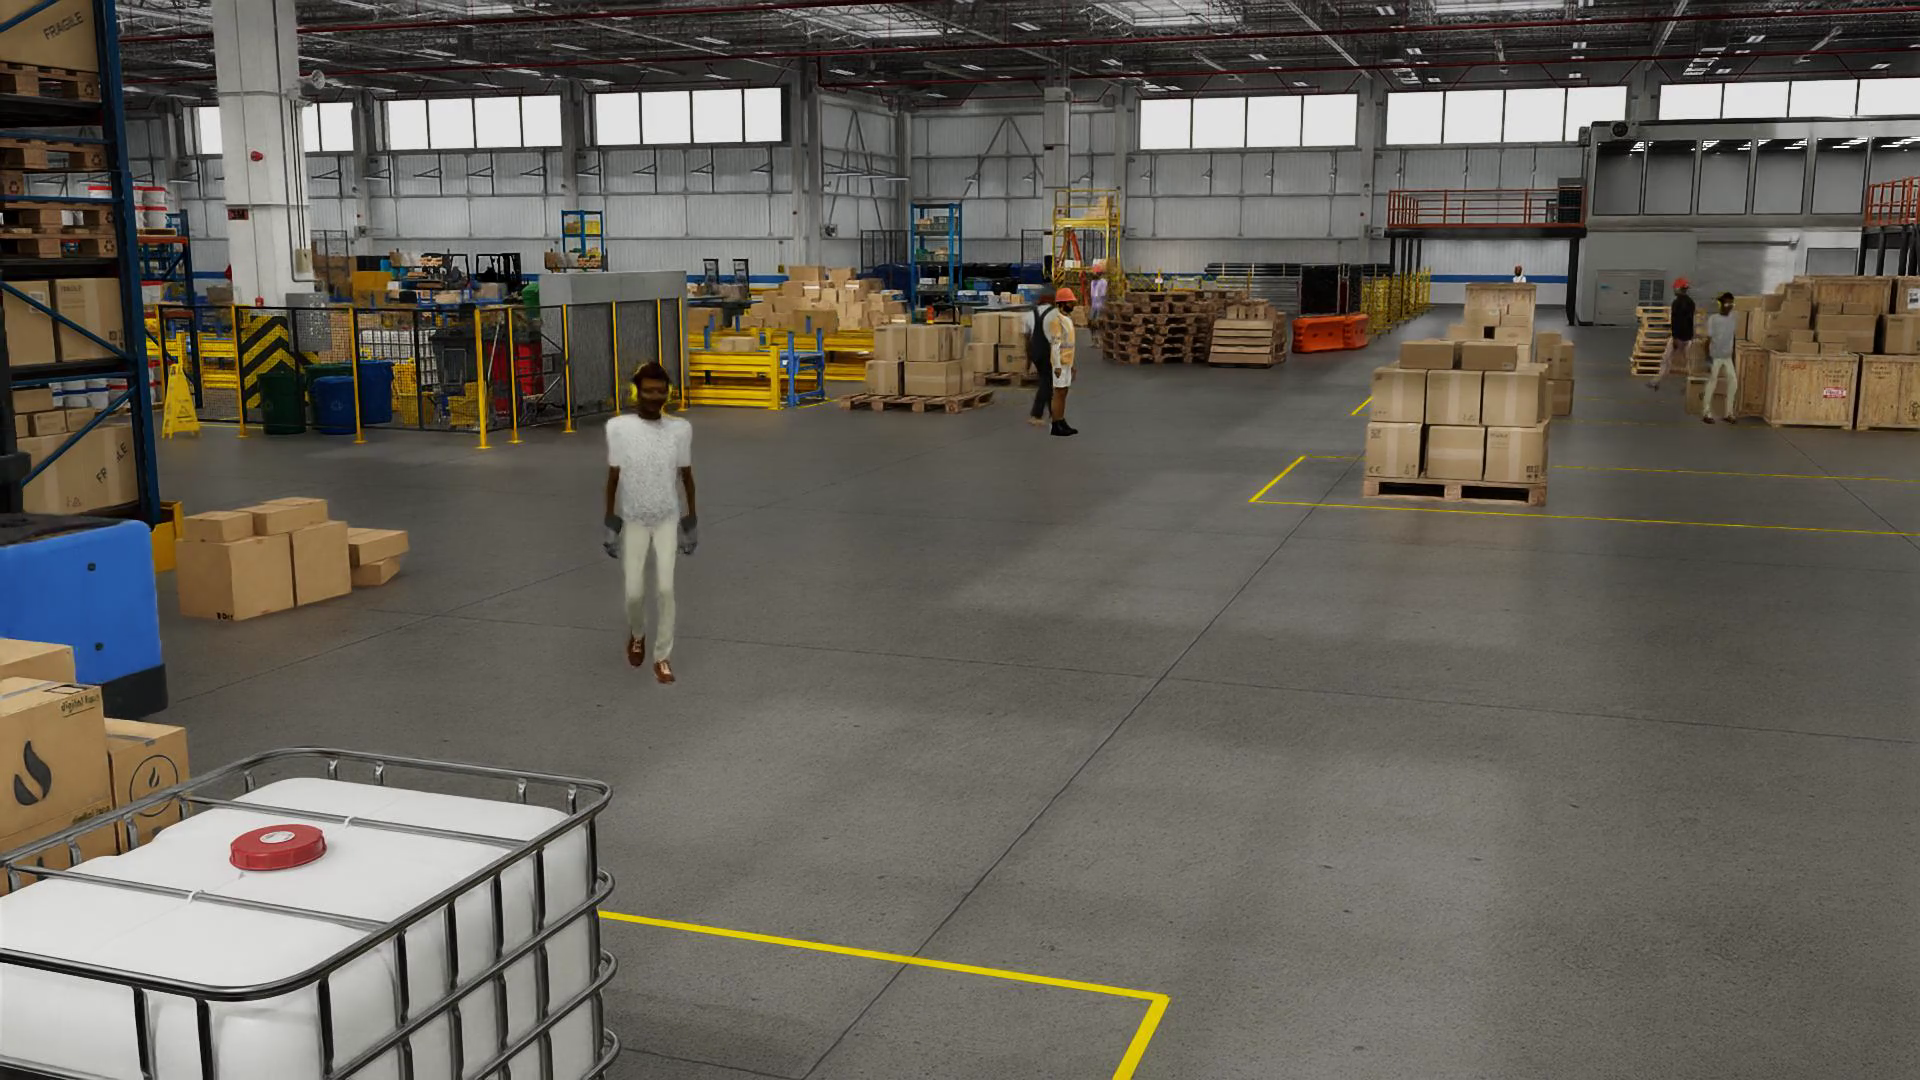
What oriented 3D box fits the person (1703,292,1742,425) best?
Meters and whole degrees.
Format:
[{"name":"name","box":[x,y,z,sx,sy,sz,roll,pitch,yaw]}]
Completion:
[{"name":"person","box":[10.622,-2.500,23.072,0.574,1.841,0.760,-2,10,-11]}]

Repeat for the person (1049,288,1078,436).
[{"name":"person","box":[1.371,-2.343,21.908,0.347,1.942,0.548,4,11,22]}]

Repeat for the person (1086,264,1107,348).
[{"name":"person","box":[3.317,-5.651,40.299,0.533,2.024,0.605,-7,12,-35]}]

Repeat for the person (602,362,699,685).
[{"name":"person","box":[-1.777,-0.100,9.537,0.548,1.851,0.460,-3,11,-16]}]

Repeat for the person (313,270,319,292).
[{"name":"person","box":[-24.207,-9.459,62.139,0.678,1.878,0.818,4,11,22]}]

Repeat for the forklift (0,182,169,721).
[{"name":"forklift","box":[-5.194,-0.411,8.386,1.873,2.768,1.129,3,11,19]}]

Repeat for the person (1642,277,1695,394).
[{"name":"person","box":[12.109,-3.452,28.127,0.649,1.945,0.991,-7,12,-33]}]

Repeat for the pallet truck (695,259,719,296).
[{"name":"pallet truck","box":[-9.165,-9.627,62.776,0.823,1.965,1.885,4,11,23]}]

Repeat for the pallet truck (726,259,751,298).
[{"name":"pallet truck","box":[-7.986,-9.493,62.019,0.823,1.965,1.885,3,11,17]}]

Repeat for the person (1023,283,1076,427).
[{"name":"person","box":[1.214,-2.590,23.025,1.026,2.000,0.685,-10,14,-43]}]

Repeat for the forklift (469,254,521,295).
[{"name":"forklift","box":[-17.990,-10.121,64.684,1.157,1.987,2.680,3,11,17]}]

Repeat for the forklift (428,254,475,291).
[{"name":"forklift","box":[-20.133,-10.254,65.465,1.157,1.987,2.680,3,11,19]}]

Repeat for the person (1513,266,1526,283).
[{"name":"person","box":[16.720,-7.260,49.806,0.354,1.876,0.571,-3,10,-16]}]
